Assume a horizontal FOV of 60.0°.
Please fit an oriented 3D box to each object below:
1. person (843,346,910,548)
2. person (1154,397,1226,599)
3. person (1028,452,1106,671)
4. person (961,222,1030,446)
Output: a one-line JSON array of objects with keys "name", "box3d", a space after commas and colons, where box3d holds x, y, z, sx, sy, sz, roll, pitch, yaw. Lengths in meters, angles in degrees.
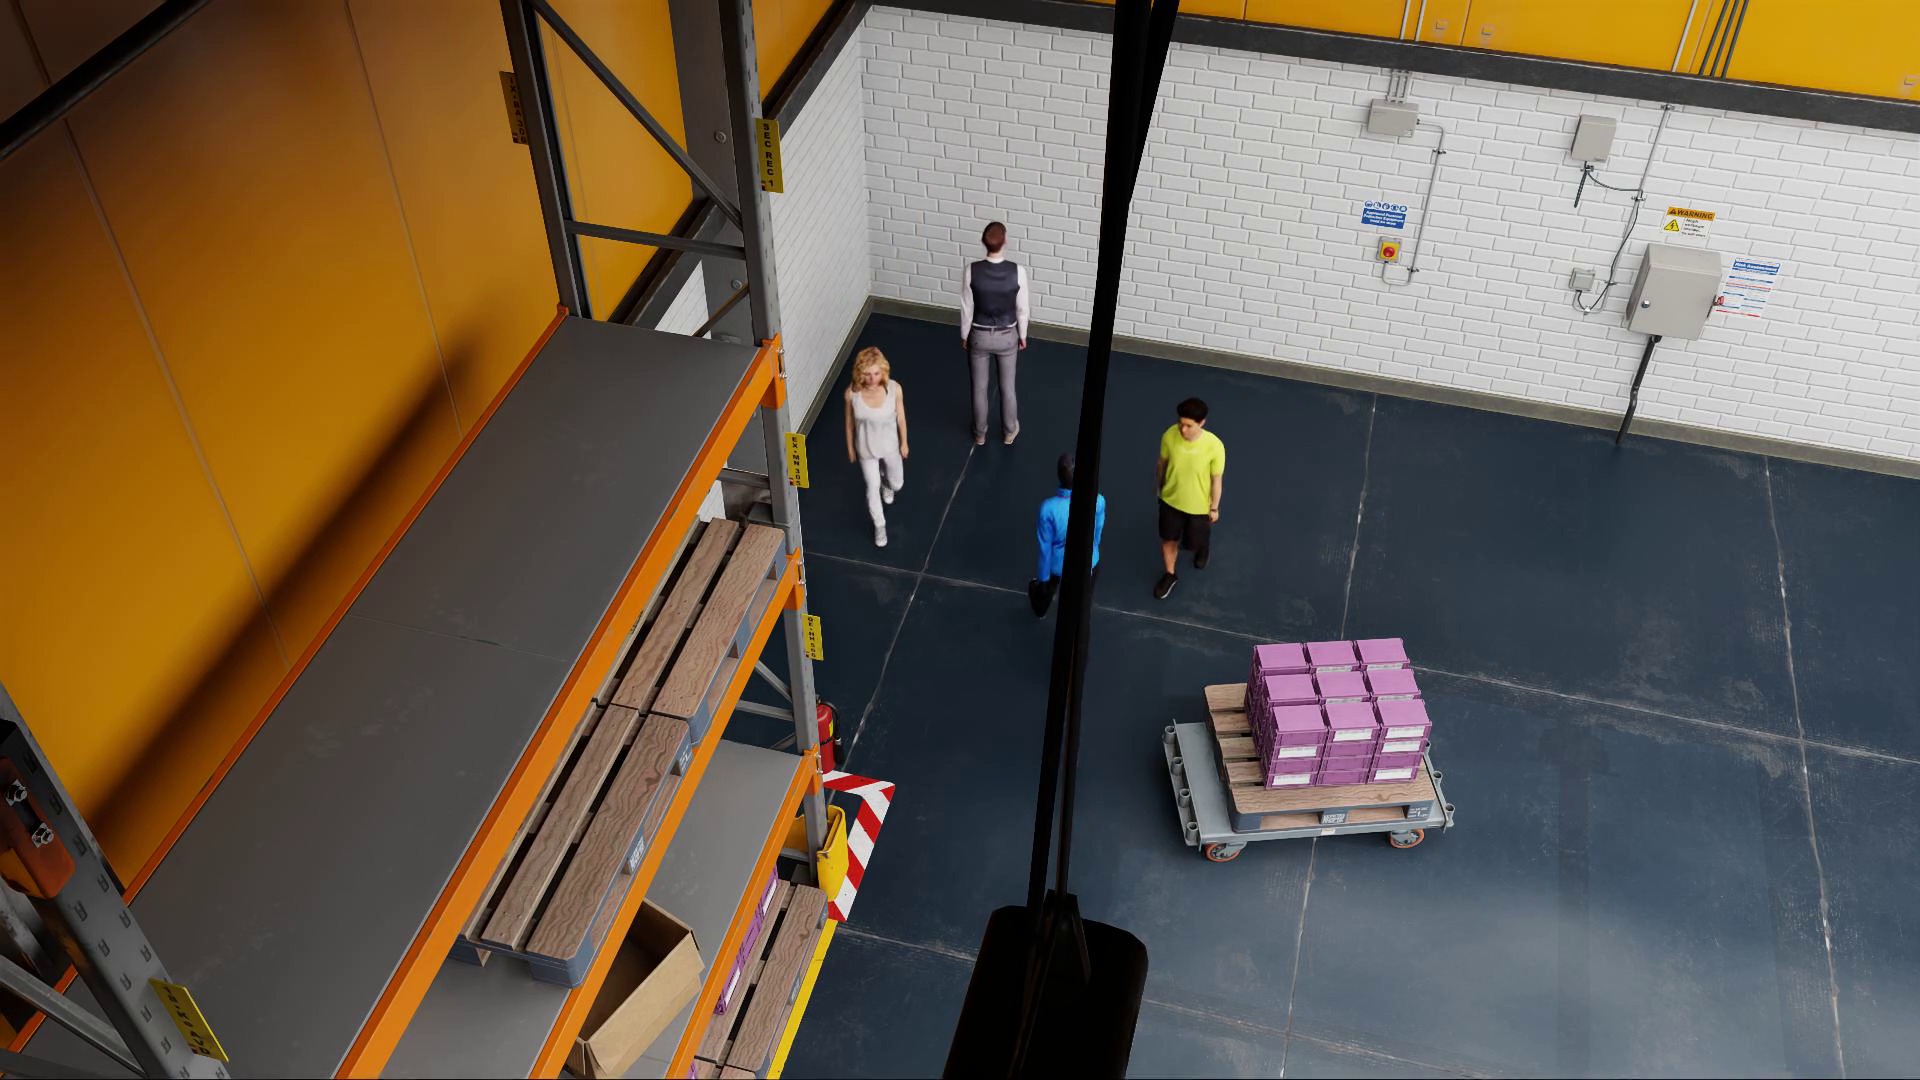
[{"name": "person", "box3d": [-0.586, -0.738, 11.848, 0.771, 1.663, 0.906, -4, 44, -4]}, {"name": "person", "box3d": [1.589, -0.337, 11.405, 0.731, 1.692, 0.859, 20, 47, 20]}, {"name": "person", "box3d": [0.733, 0.234, 10.762, 0.904, 1.754, 1.201, -5, 44, -5]}, {"name": "person", "box3d": [0.248, -1.541, 12.490, 0.711, 1.939, 0.634, 1, 44, 1]}]
